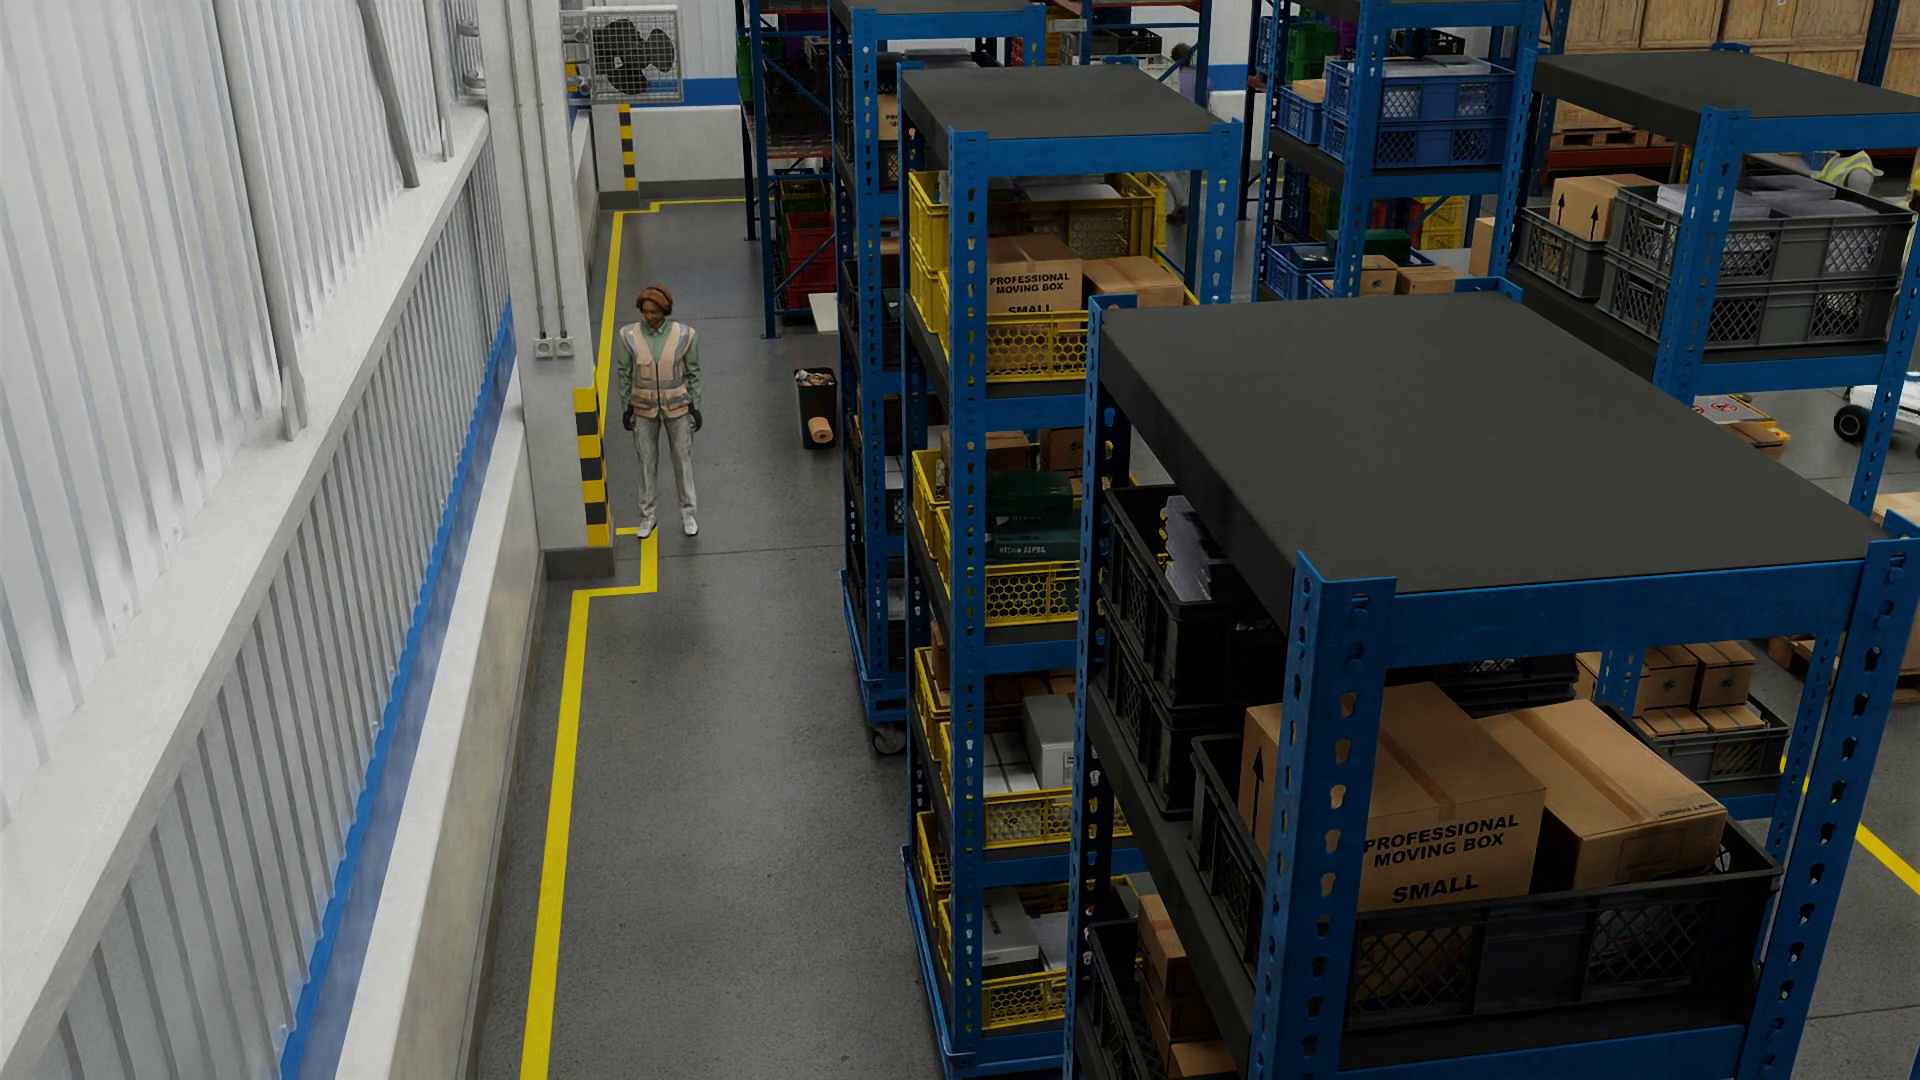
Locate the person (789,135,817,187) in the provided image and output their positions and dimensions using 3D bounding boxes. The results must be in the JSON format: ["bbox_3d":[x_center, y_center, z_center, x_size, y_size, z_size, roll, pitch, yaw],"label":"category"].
[{"bbox_3d":[-1.766,-4.839,18.885,0.575,1.876,0.340,18,30,34],"label":"person"}]

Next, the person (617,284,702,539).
[{"bbox_3d":[-1.860,-0.803,10.383,0.514,1.639,0.310,-2,25,-5],"label":"person"}]

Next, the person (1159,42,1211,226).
[{"bbox_3d":[2.357,-4.244,17.527,0.648,1.920,0.561,-12,27,-24],"label":"person"}]

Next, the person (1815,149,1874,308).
[{"bbox_3d":[7.392,-2.634,14.127,0.429,1.844,0.625,3,25,6],"label":"person"}]

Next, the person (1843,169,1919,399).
[{"bbox_3d":[7.134,-1.926,12.598,0.603,1.828,0.404,10,26,20],"label":"person"}]

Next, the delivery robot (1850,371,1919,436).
[{"bbox_3d":[6.784,-0.967,11.923,0.477,0.478,0.707,-16,29,-30],"label":"delivery robot"}]

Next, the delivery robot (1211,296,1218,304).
[{"bbox_3d":[2.099,-1.767,13.662,0.707,0.478,0.477,-1,25,-3],"label":"delivery robot"}]

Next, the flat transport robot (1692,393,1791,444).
[{"bbox_3d":[5.224,-0.859,12.132,1.431,0.197,0.652,-4,25,-8],"label":"flat transport robot"}]
